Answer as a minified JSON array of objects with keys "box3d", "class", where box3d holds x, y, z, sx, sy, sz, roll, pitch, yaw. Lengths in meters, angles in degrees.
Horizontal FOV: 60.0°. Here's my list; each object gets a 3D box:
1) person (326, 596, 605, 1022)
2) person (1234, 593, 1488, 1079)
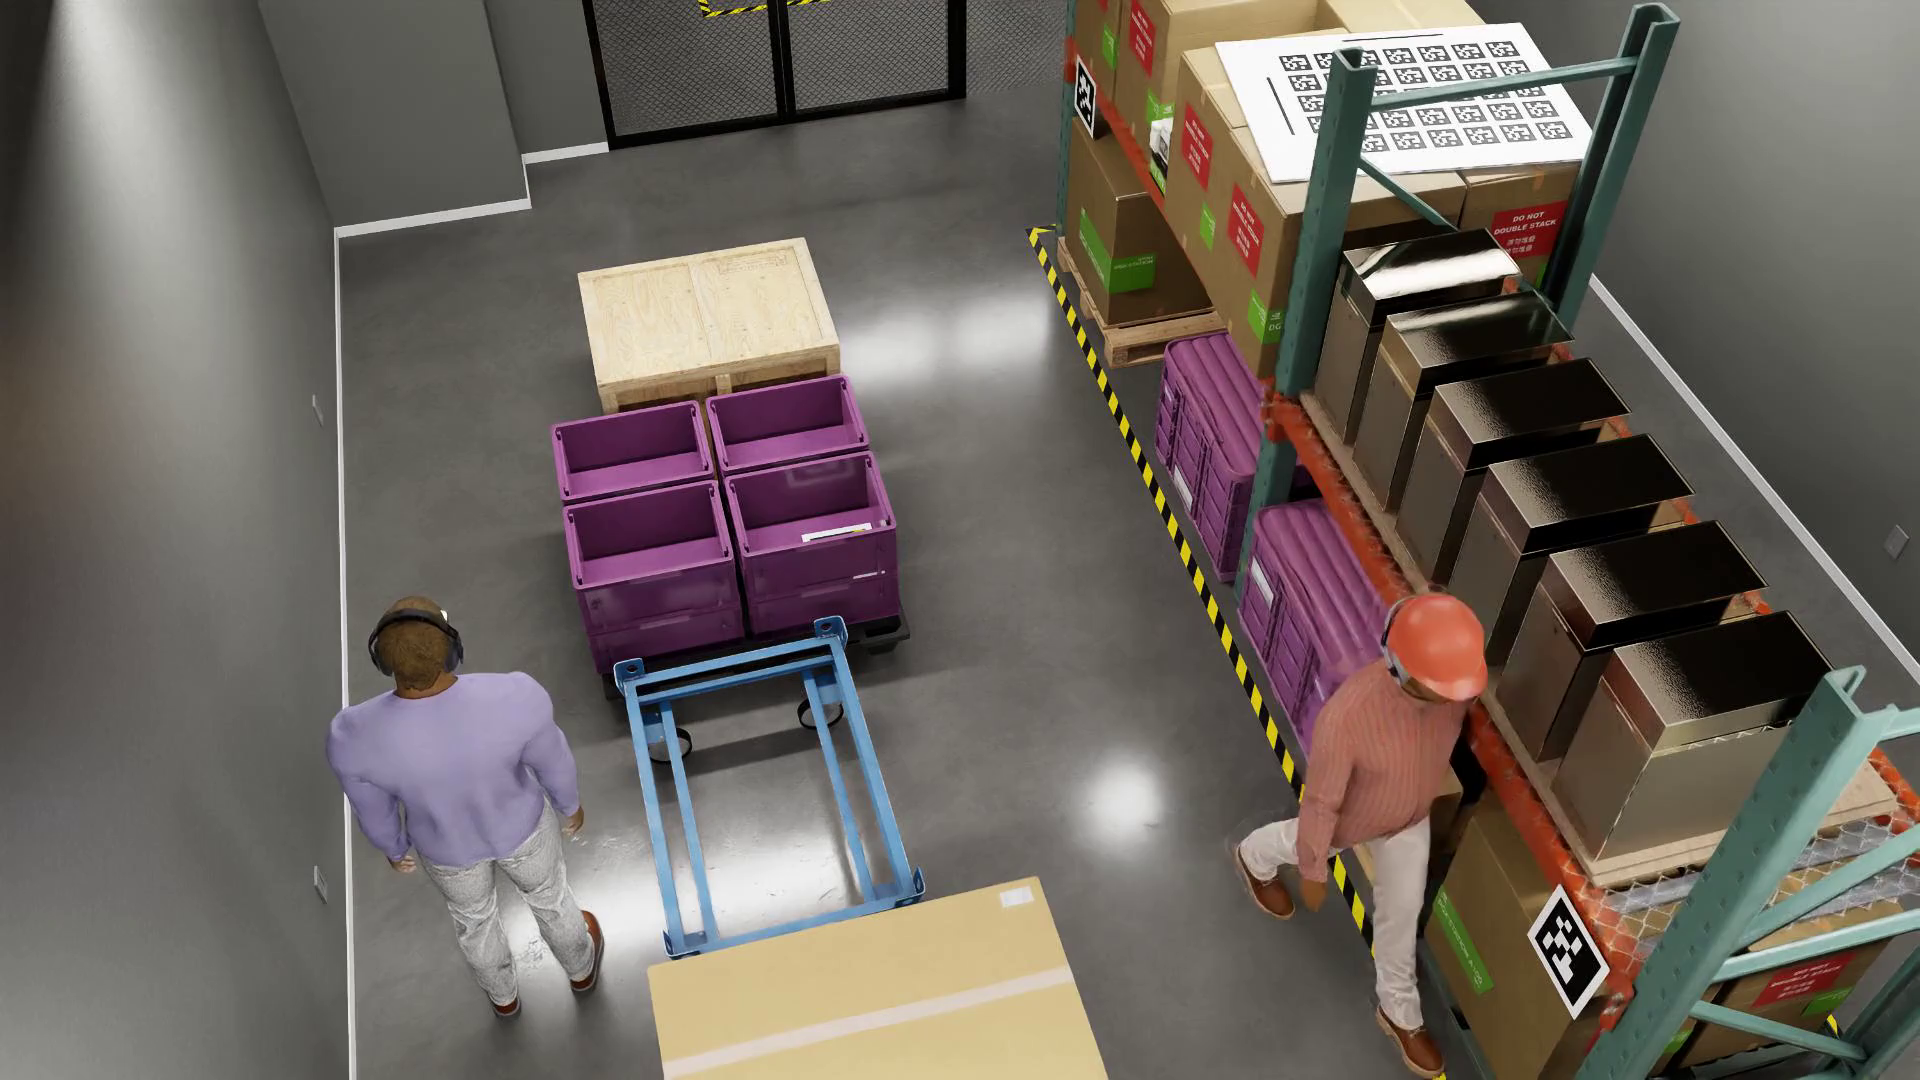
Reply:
[{"box3d":[-1.466,0.866,5.091,0.635,1.937,0.353,-13,49,-12],"class":"person"},{"box3d":[1.262,0.820,5.137,0.639,1.941,1.047,-21,51,-18],"class":"person"}]
